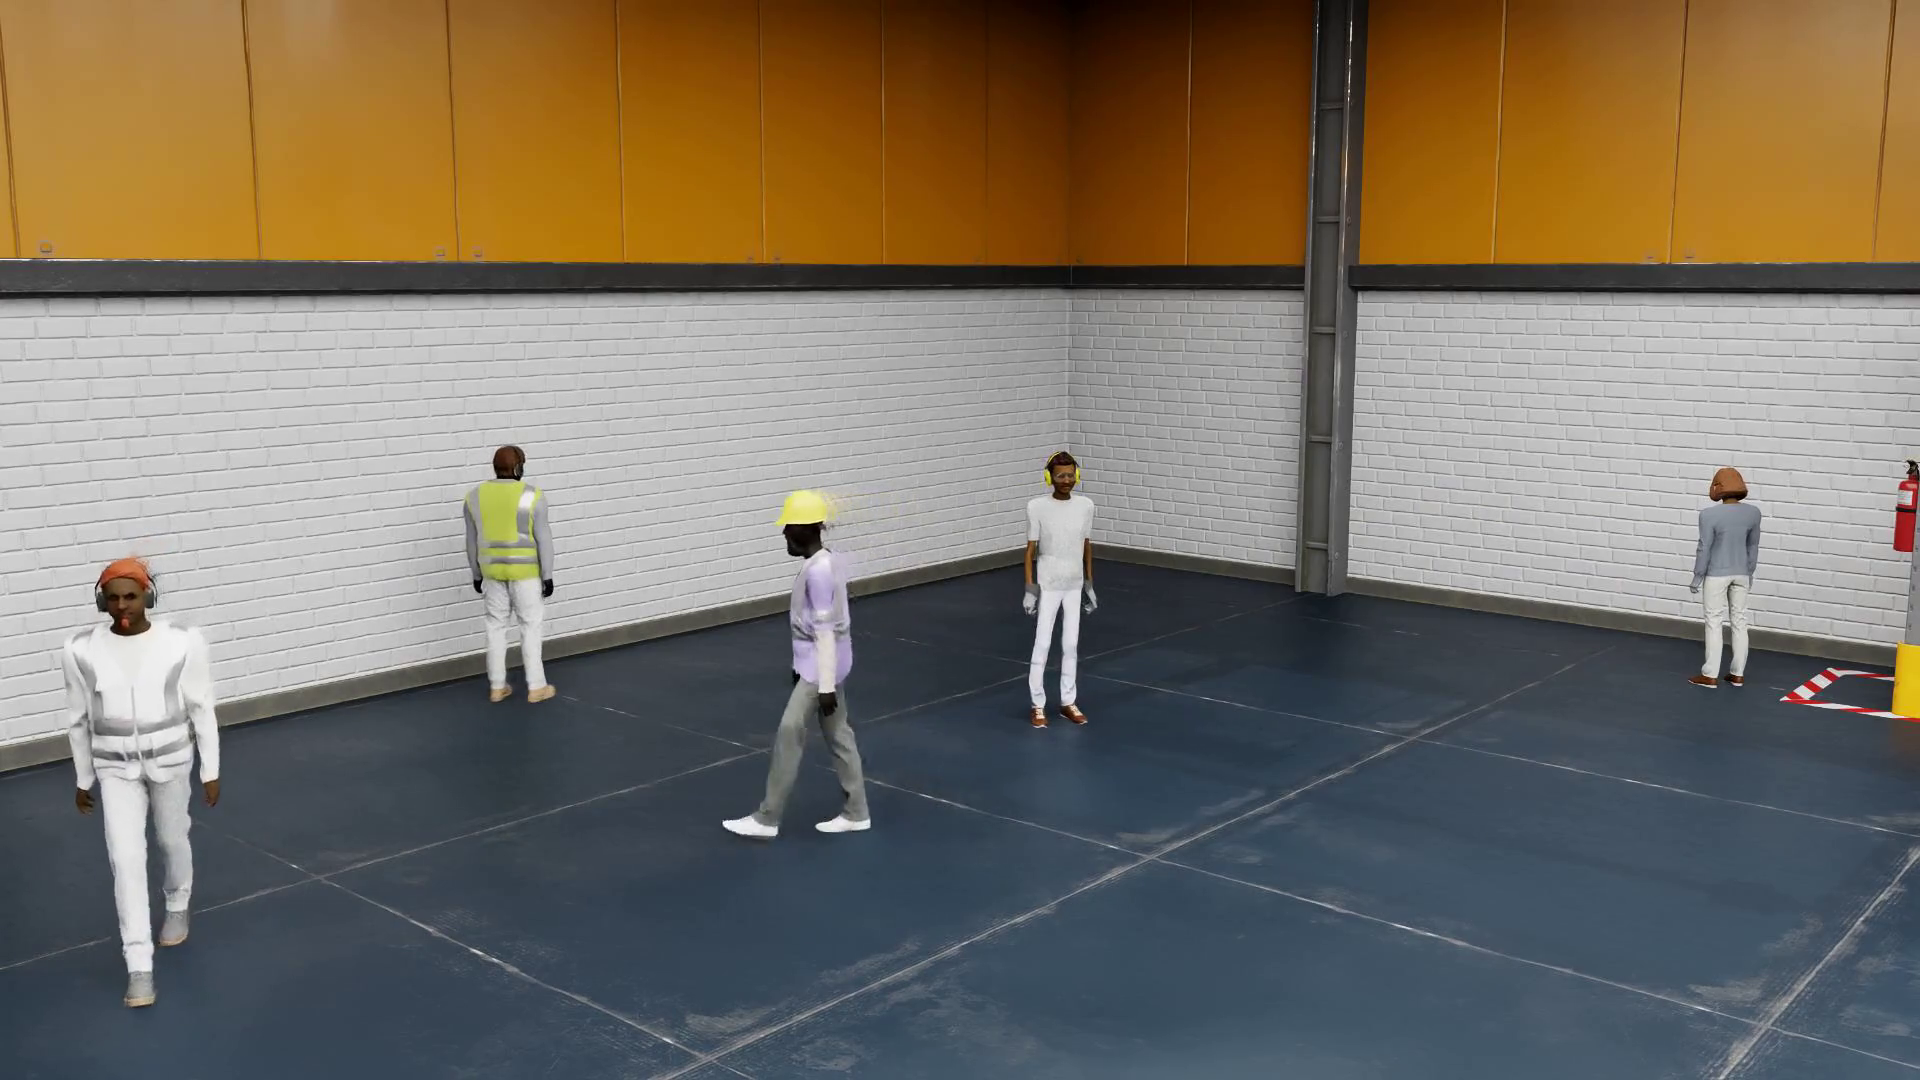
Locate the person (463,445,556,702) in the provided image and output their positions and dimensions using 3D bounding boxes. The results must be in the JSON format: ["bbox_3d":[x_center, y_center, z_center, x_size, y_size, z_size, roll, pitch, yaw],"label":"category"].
[{"bbox_3d":[-3.179,0.241,11.833,0.633,1.840,0.429,1,9,8],"label":"person"}]

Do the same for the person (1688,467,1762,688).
[{"bbox_3d":[5.627,0.277,12.249,0.499,1.633,0.282,-2,9,-11],"label":"person"}]

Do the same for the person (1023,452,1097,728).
[{"bbox_3d":[0.678,0.328,11.198,0.534,1.868,0.309,-3,10,-20],"label":"person"}]

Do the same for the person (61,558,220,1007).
[{"bbox_3d":[-3.539,0.977,7.239,0.587,1.841,0.964,-4,10,-21],"label":"person"}]

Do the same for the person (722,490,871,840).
[{"bbox_3d":[-0.886,0.680,8.910,0.892,1.889,0.610,0,9,0],"label":"person"}]
